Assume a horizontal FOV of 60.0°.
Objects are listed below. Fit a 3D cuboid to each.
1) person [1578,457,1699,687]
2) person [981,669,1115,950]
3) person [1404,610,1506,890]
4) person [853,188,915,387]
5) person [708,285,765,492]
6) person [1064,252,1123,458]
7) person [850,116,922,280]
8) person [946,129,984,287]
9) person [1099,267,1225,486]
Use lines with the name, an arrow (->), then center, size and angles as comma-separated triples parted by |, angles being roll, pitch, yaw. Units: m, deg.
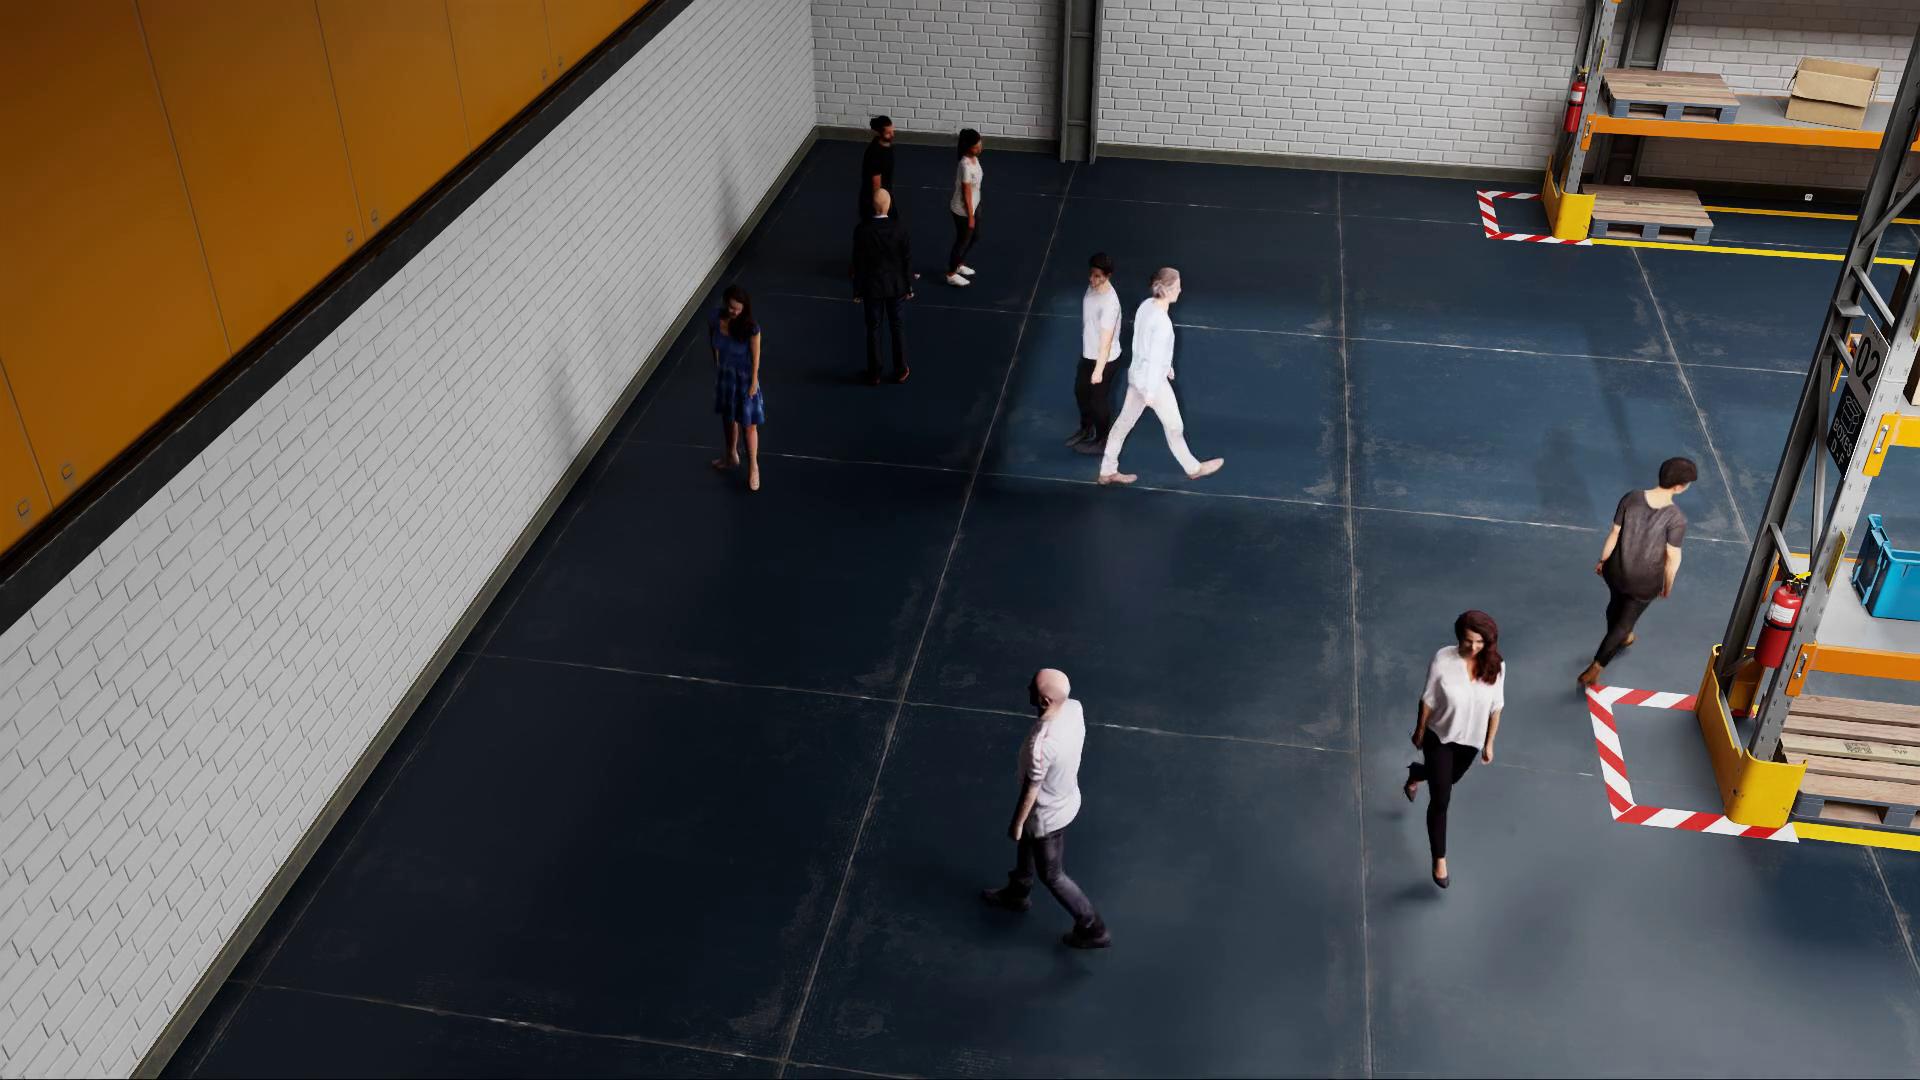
person -> 4.377, 0.238, 10.879 | 1.113, 1.674, 1.097 | -26, 42, -34
person -> 0.548, 1.473, 8.888 | 1.155, 1.820, 0.847 | 14, 36, 20
person -> 2.798, 1.087, 9.526 | 1.107, 1.757, 0.861 | -3, 34, -5
person -> -0.662, -2.186, 14.411 | 0.628, 1.800, 0.809 | -4, 34, -6
person -> -1.772, -1.217, 12.971 | 0.741, 1.780, 0.949 | 28, 43, 35
person -> 1.162, -1.473, 13.296 | 0.785, 1.846, 0.824 | -2, 34, -3
person -> -0.877, -3.315, 16.185 | 1.004, 1.716, 0.745 | 7, 34, 10
person -> 0.005, -3.218, 16.136 | 0.588, 1.610, 0.605 | -1, 34, -1
person -> 1.376, -1.201, 12.895 | 1.295, 1.838, 0.955 | -5, 34, -8
